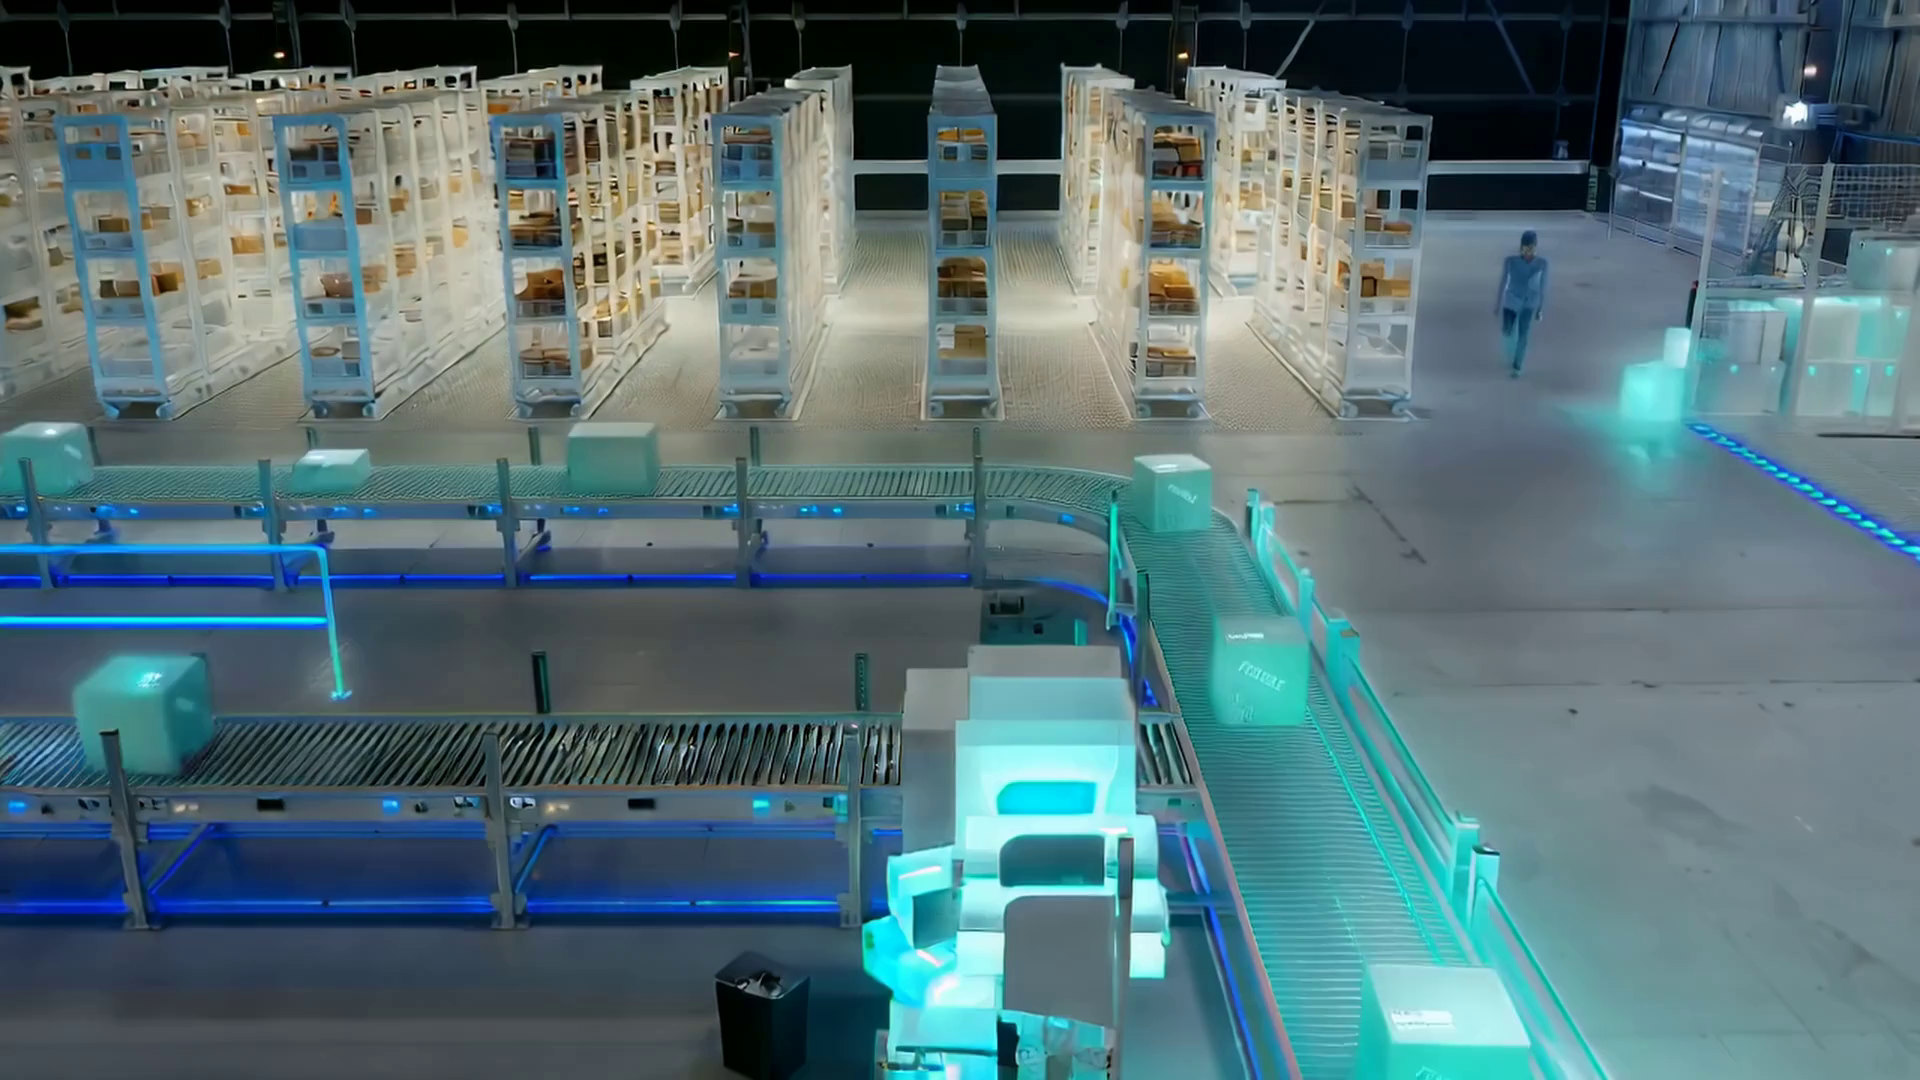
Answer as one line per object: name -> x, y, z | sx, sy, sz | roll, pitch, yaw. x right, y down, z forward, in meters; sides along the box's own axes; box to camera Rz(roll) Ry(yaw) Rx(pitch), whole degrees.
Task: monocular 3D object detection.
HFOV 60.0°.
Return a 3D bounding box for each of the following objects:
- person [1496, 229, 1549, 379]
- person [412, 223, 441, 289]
person -> 7.505, -3.171, 22.207 | 0.629, 1.979, 0.663 | 11, 21, 30
person -> -8.383, -4.519, 26.640 | 0.766, 1.803, 0.598 | 8, 19, 22
